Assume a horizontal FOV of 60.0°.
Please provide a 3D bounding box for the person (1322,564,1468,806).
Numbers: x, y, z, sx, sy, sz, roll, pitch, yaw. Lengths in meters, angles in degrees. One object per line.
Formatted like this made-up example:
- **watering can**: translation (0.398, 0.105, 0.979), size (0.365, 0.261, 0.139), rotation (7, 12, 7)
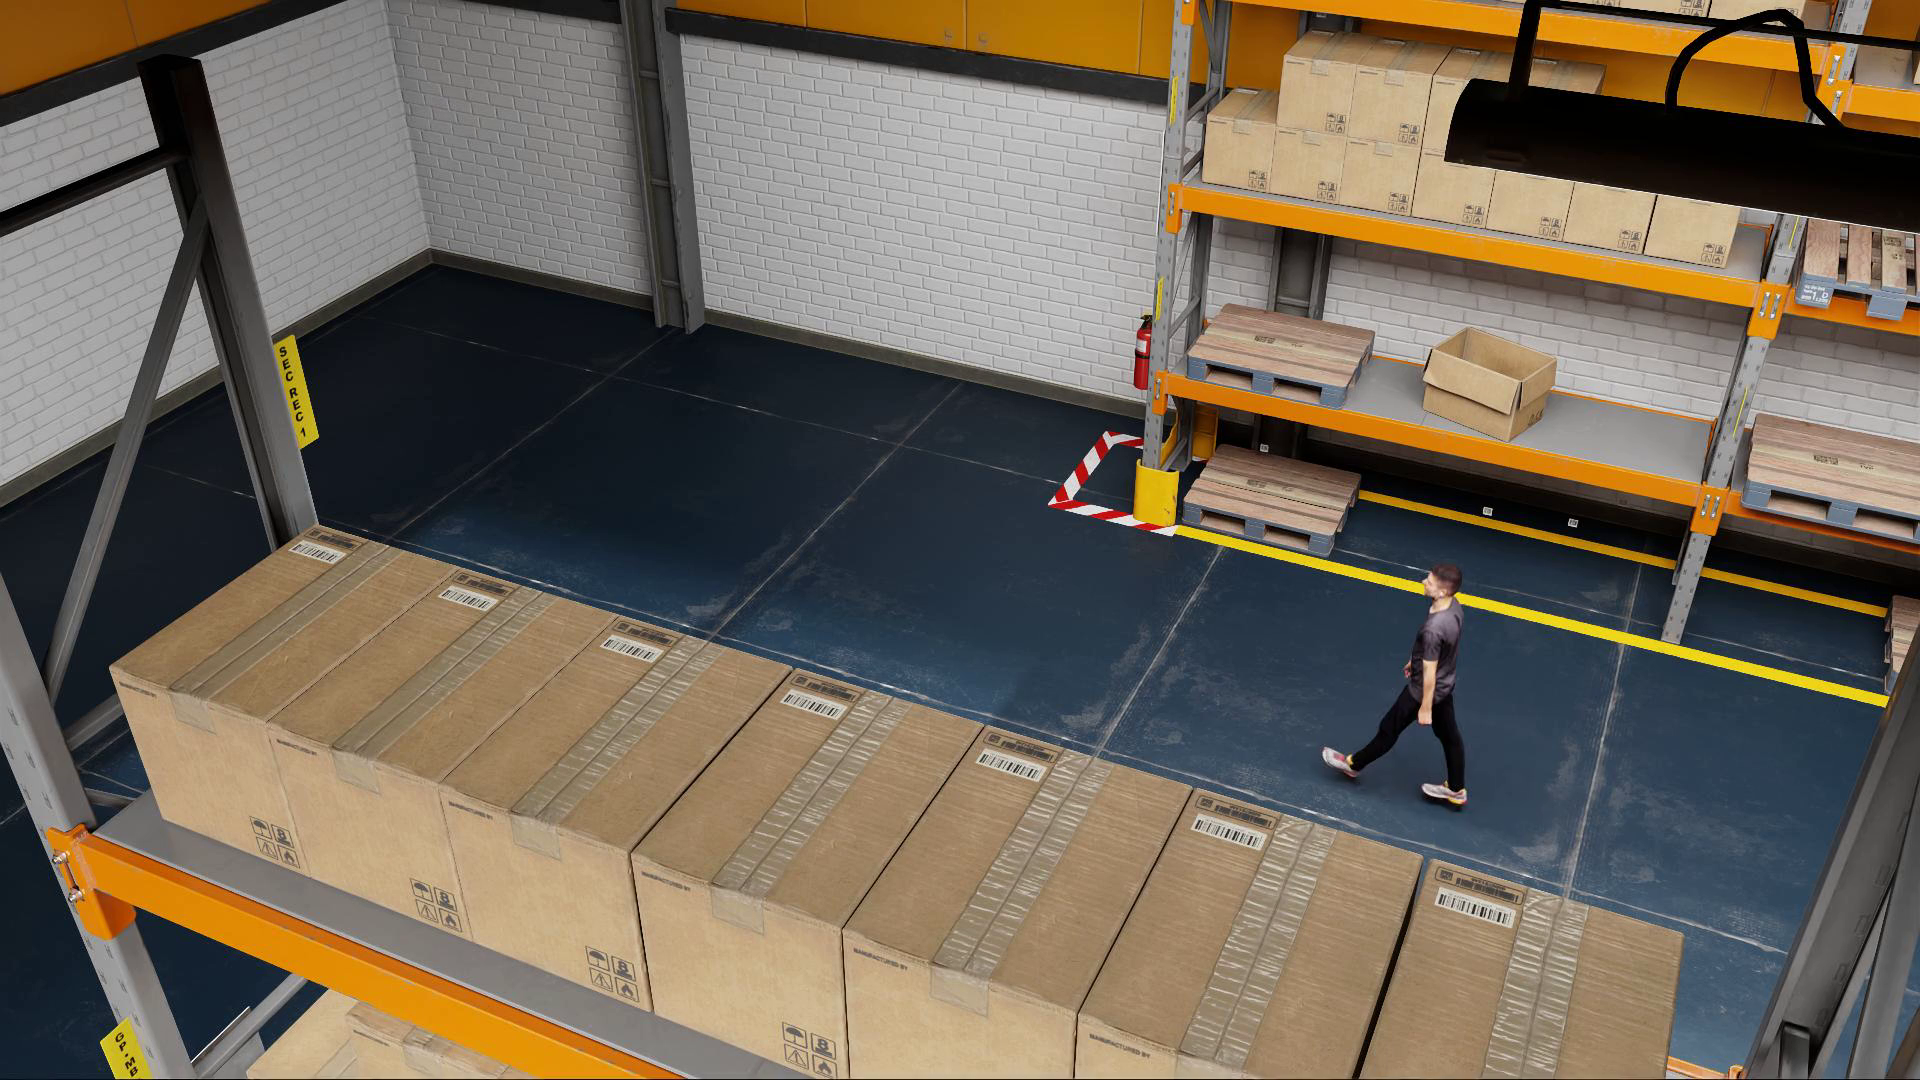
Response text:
- **person**: translation (2.938, 0.930, 10.152), size (1.135, 1.713, 0.663), rotation (15, 37, 22)
